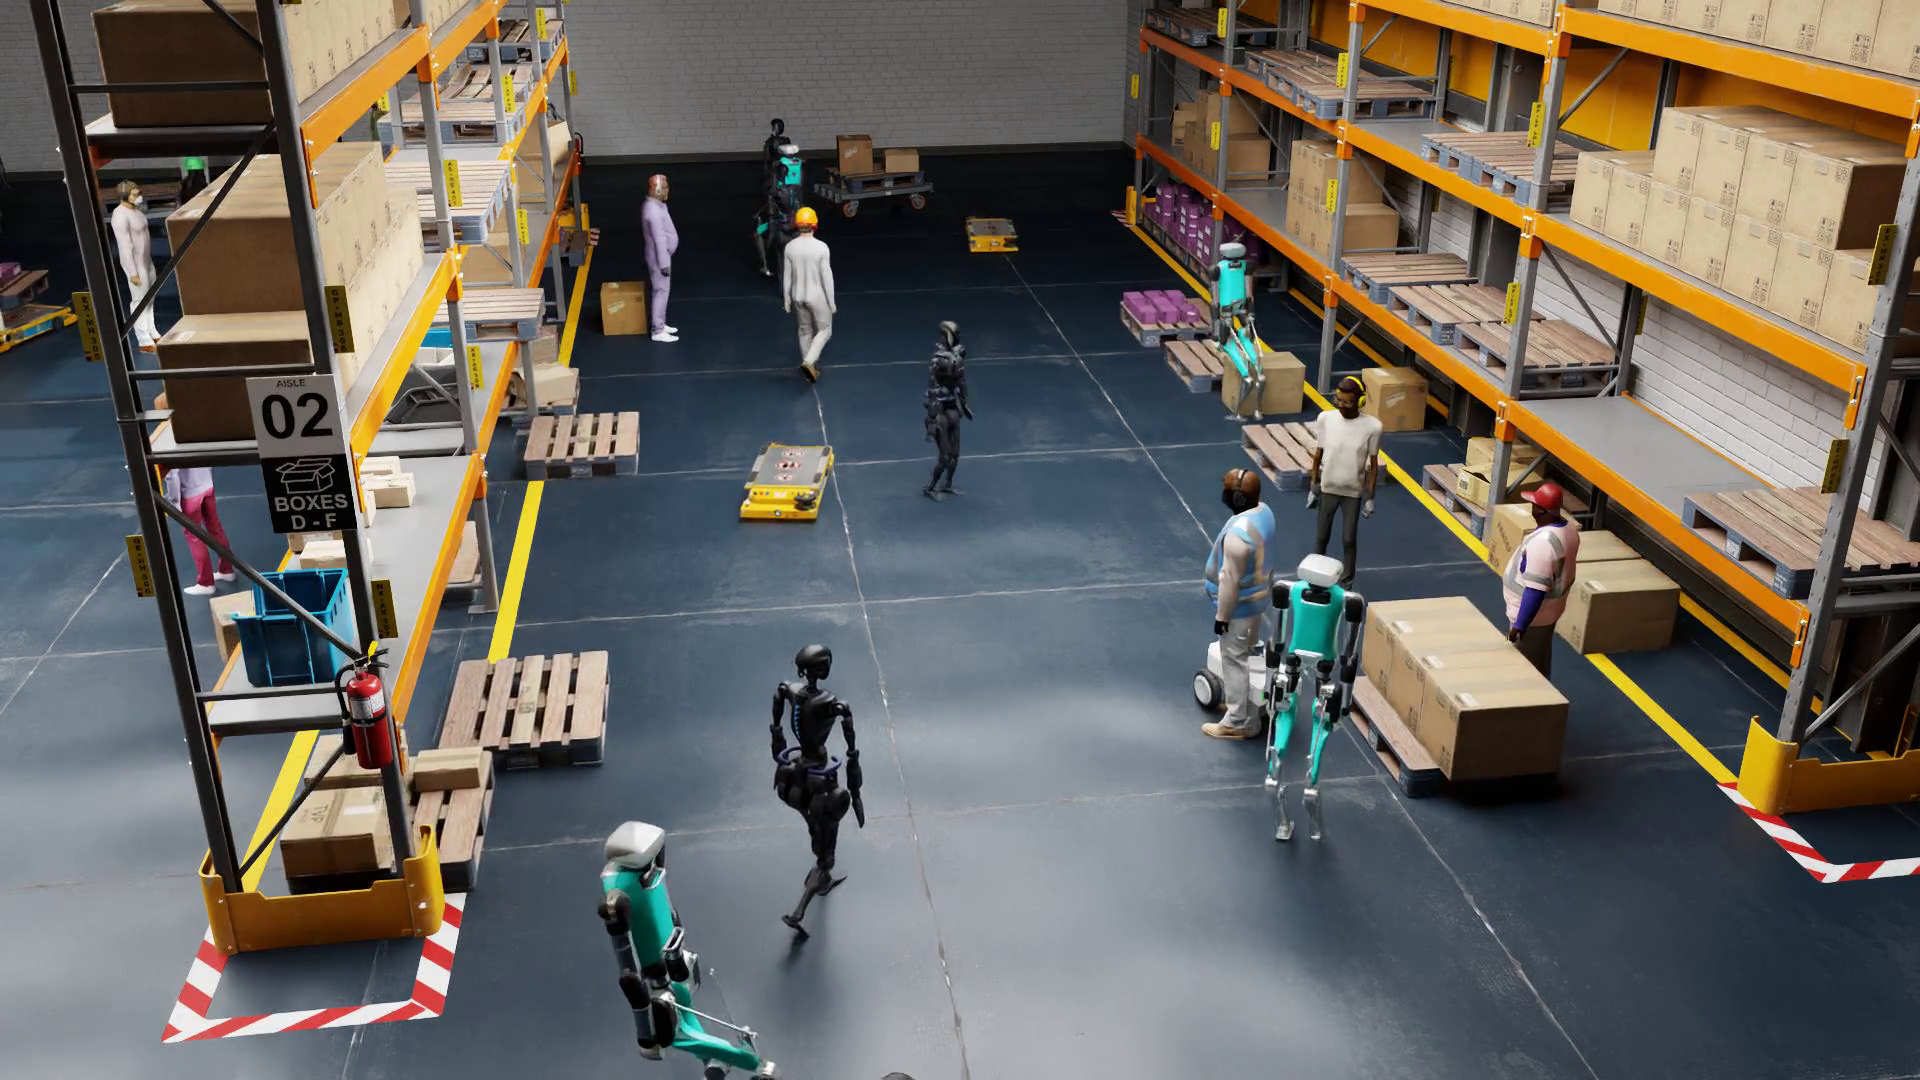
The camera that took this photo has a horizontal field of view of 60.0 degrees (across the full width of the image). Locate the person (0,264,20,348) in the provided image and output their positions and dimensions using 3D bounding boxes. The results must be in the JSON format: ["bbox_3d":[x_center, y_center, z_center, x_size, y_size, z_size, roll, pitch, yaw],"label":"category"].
[{"bbox_3d":[-10.998,-2.983,18.625,0.566,1.751,0.328,0,24,0],"label":"person"}]

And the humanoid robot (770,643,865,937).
[{"bbox_3d":[-0.817,1.319,8.965,0.614,1.639,0.728,14,27,28],"label":"humanoid robot"}]

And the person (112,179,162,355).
[{"bbox_3d":[-9.152,-3.049,18.550,0.353,1.936,0.634,-3,24,-7],"label":"person"}]

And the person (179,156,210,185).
[{"bbox_3d":[-11.804,-6.077,25.572,0.623,1.840,0.431,-15,28,-31],"label":"person"}]

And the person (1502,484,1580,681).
[{"bbox_3d":[3.714,0.459,10.785,0.420,1.751,0.623,17,29,33],"label":"person"}]

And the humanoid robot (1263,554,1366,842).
[{"bbox_3d":[1.955,1.020,9.572,0.532,1.832,0.673,10,26,22],"label":"humanoid robot"}]

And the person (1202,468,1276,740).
[{"bbox_3d":[1.803,0.403,10.826,0.431,1.836,0.619,10,25,21],"label":"person"}]

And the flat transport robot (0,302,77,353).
[{"bbox_3d":[-10.967,-2.461,19.285,0.659,0.231,1.431,4,24,10],"label":"flat transport robot"}]

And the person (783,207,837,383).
[{"bbox_3d":[-1.599,-2.535,17.440,0.582,1.883,0.523,9,25,20],"label":"person"}]

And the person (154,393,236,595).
[{"bbox_3d":[-5.915,-0.359,12.809,0.284,1.628,0.500,5,24,11],"label":"person"}]

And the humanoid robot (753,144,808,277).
[{"bbox_3d":[-2.389,-4.282,21.583,0.802,1.758,0.558,20,31,38],"label":"humanoid robot"}]

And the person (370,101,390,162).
[{"bbox_3d":[-9.153,-6.317,26.408,0.803,1.599,0.509,-8,25,-17],"label":"person"}]

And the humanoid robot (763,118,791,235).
[{"bbox_3d":[-2.662,-5.211,23.862,0.660,1.661,0.593,18,29,35],"label":"humanoid robot"}]

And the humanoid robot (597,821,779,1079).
[{"bbox_3d":[-1.092,2.036,7.266,1.044,1.744,0.532,4,24,9],"label":"humanoid robot"}]

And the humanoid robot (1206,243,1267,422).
[{"bbox_3d":[2.805,-1.996,16.412,0.543,1.768,0.797,-13,27,-27],"label":"humanoid robot"}]

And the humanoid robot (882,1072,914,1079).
[{"bbox_3d":[-0.262,2.633,5.994,0.600,1.650,0.730,9,25,19],"label":"humanoid robot"}]

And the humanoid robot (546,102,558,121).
[{"bbox_3d":[-6.653,-6.417,26.548,0.612,1.643,0.369,4,24,9],"label":"humanoid robot"}]

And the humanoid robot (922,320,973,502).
[{"bbox_3d":[-0.109,-1.137,14.526,0.331,1.646,0.609,14,27,29],"label":"humanoid robot"}]

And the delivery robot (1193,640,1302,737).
[{"bbox_3d":[1.946,0.946,11.180,0.514,0.606,0.777,-11,26,-24],"label":"delivery robot"}]

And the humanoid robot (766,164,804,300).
[{"bbox_3d":[-2.143,-3.846,20.678,0.608,1.647,0.311,-21,31,-39],"label":"humanoid robot"}]

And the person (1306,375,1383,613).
[{"bbox_3d":[2.869,-0.347,12.488,0.509,1.864,0.332,10,26,21],"label":"person"}]

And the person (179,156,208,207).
[{"bbox_3d":[-8.960,-3.649,19.935,0.505,1.925,0.727,5,24,11],"label":"person"}]

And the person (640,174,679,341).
[{"bbox_3d":[-3.412,-3.223,19.003,0.397,1.894,0.663,-6,24,-12],"label":"person"}]

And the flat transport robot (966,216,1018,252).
[{"bbox_3d":[0.442,-4.319,23.518,0.659,0.231,1.431,-1,24,-2],"label":"flat transport robot"}]

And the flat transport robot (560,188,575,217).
[{"bbox_3d":[-6.521,-4.971,25.004,1.431,0.231,0.659,-1,24,-2],"label":"flat transport robot"}]

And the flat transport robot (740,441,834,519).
[{"bbox_3d":[-1.532,-0.541,14.910,0.659,0.231,1.431,1,24,2],"label":"flat transport robot"}]

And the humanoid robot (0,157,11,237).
[{"bbox_3d":[-13.844,-5.132,23.617,0.584,1.650,0.339,-14,27,-29],"label":"humanoid robot"}]
